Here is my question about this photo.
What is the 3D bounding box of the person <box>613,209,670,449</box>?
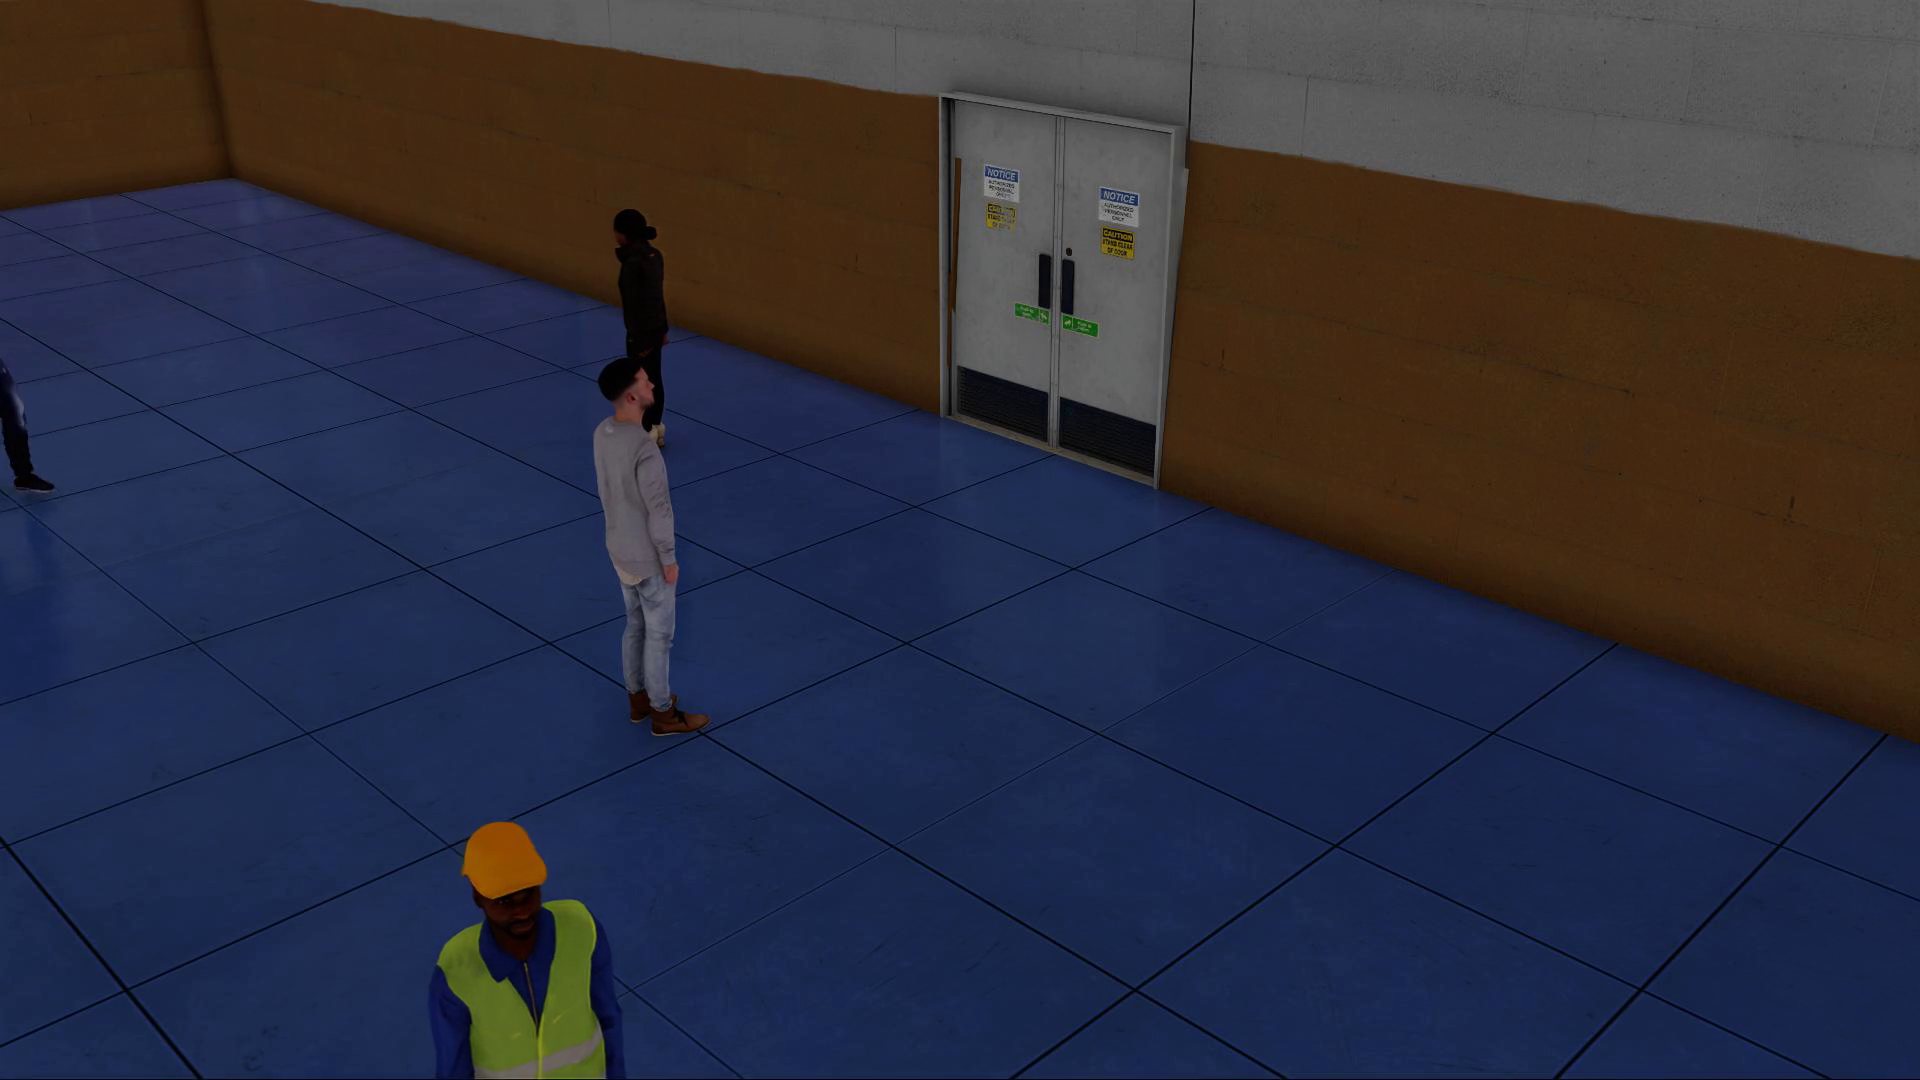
[{"bbox_3d":[-2.100,-1.386,11.123,0.751,1.660,0.686,-2,24,-5],"label":"person"}]

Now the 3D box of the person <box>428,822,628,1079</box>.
[{"bbox_3d":[-1.094,1.506,4.324,0.555,1.813,0.763,-16,28,-33],"label":"person"}]

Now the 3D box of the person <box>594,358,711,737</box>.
[{"bbox_3d":[-1.459,0.035,7.652,0.584,1.841,0.696,-19,30,-36],"label":"person"}]
